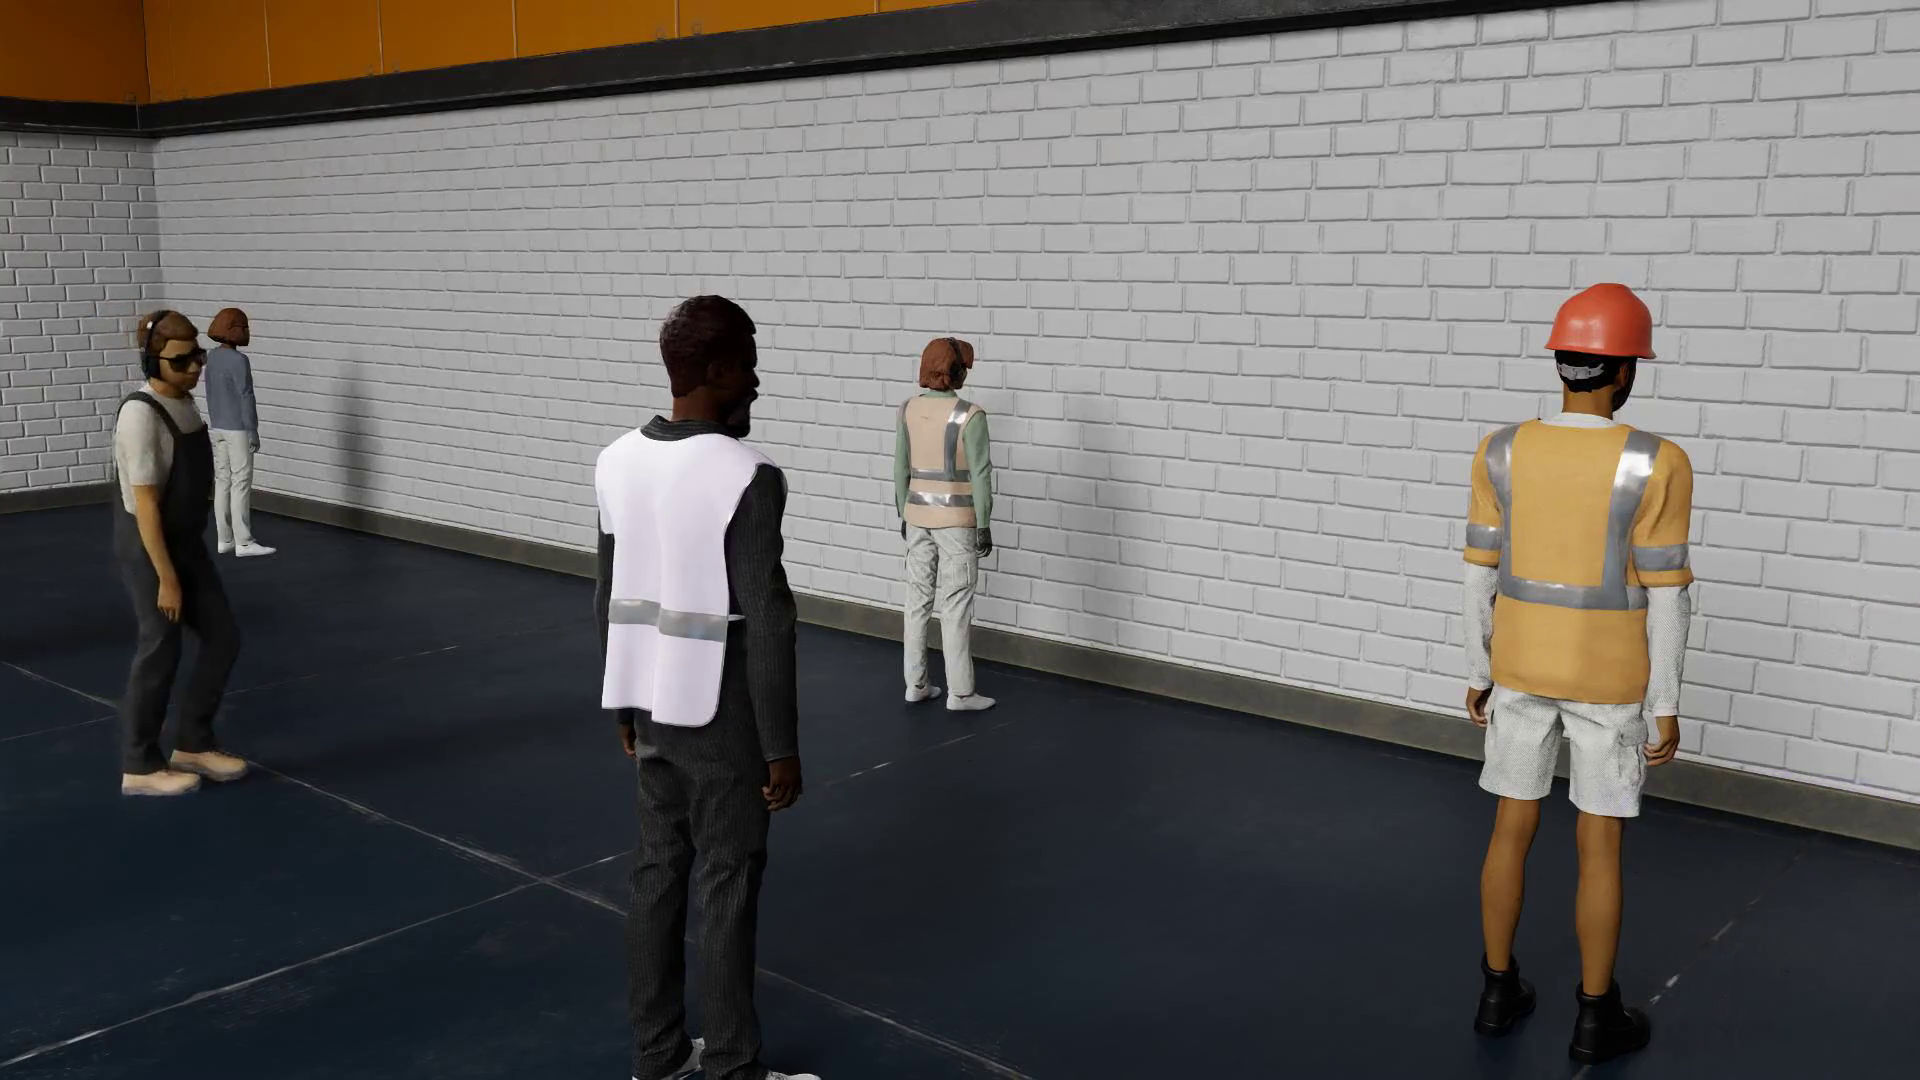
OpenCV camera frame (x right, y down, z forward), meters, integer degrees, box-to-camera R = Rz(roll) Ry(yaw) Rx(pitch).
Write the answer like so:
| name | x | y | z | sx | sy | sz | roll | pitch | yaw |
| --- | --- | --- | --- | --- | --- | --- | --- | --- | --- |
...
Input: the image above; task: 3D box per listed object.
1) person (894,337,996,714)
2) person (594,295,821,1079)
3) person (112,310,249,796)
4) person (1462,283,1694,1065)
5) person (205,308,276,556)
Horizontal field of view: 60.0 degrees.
| name | x | y | z | sx | sy | sz | roll | pitch | yaw |
| --- | --- | --- | --- | --- | --- | --- | --- | --- | --- |
| person | -0.072 | -0.063 | 7.283 | 0.523 | 1.638 | 0.311 | 8 | 13 | 40 |
| person | -0.610 | 0.403 | 3.843 | 0.597 | 1.915 | 0.369 | 8 | 13 | 40 |
| person | -2.896 | 0.075 | 6.026 | 0.515 | 1.802 | 0.516 | 0 | 10 | -1 |
| person | 1.546 | 0.332 | 4.186 | 0.551 | 1.935 | 0.375 | 8 | 13 | 40 |
| person | -4.781 | -0.711 | 10.987 | 0.507 | 1.631 | 0.275 | 8 | 13 | 40 |
